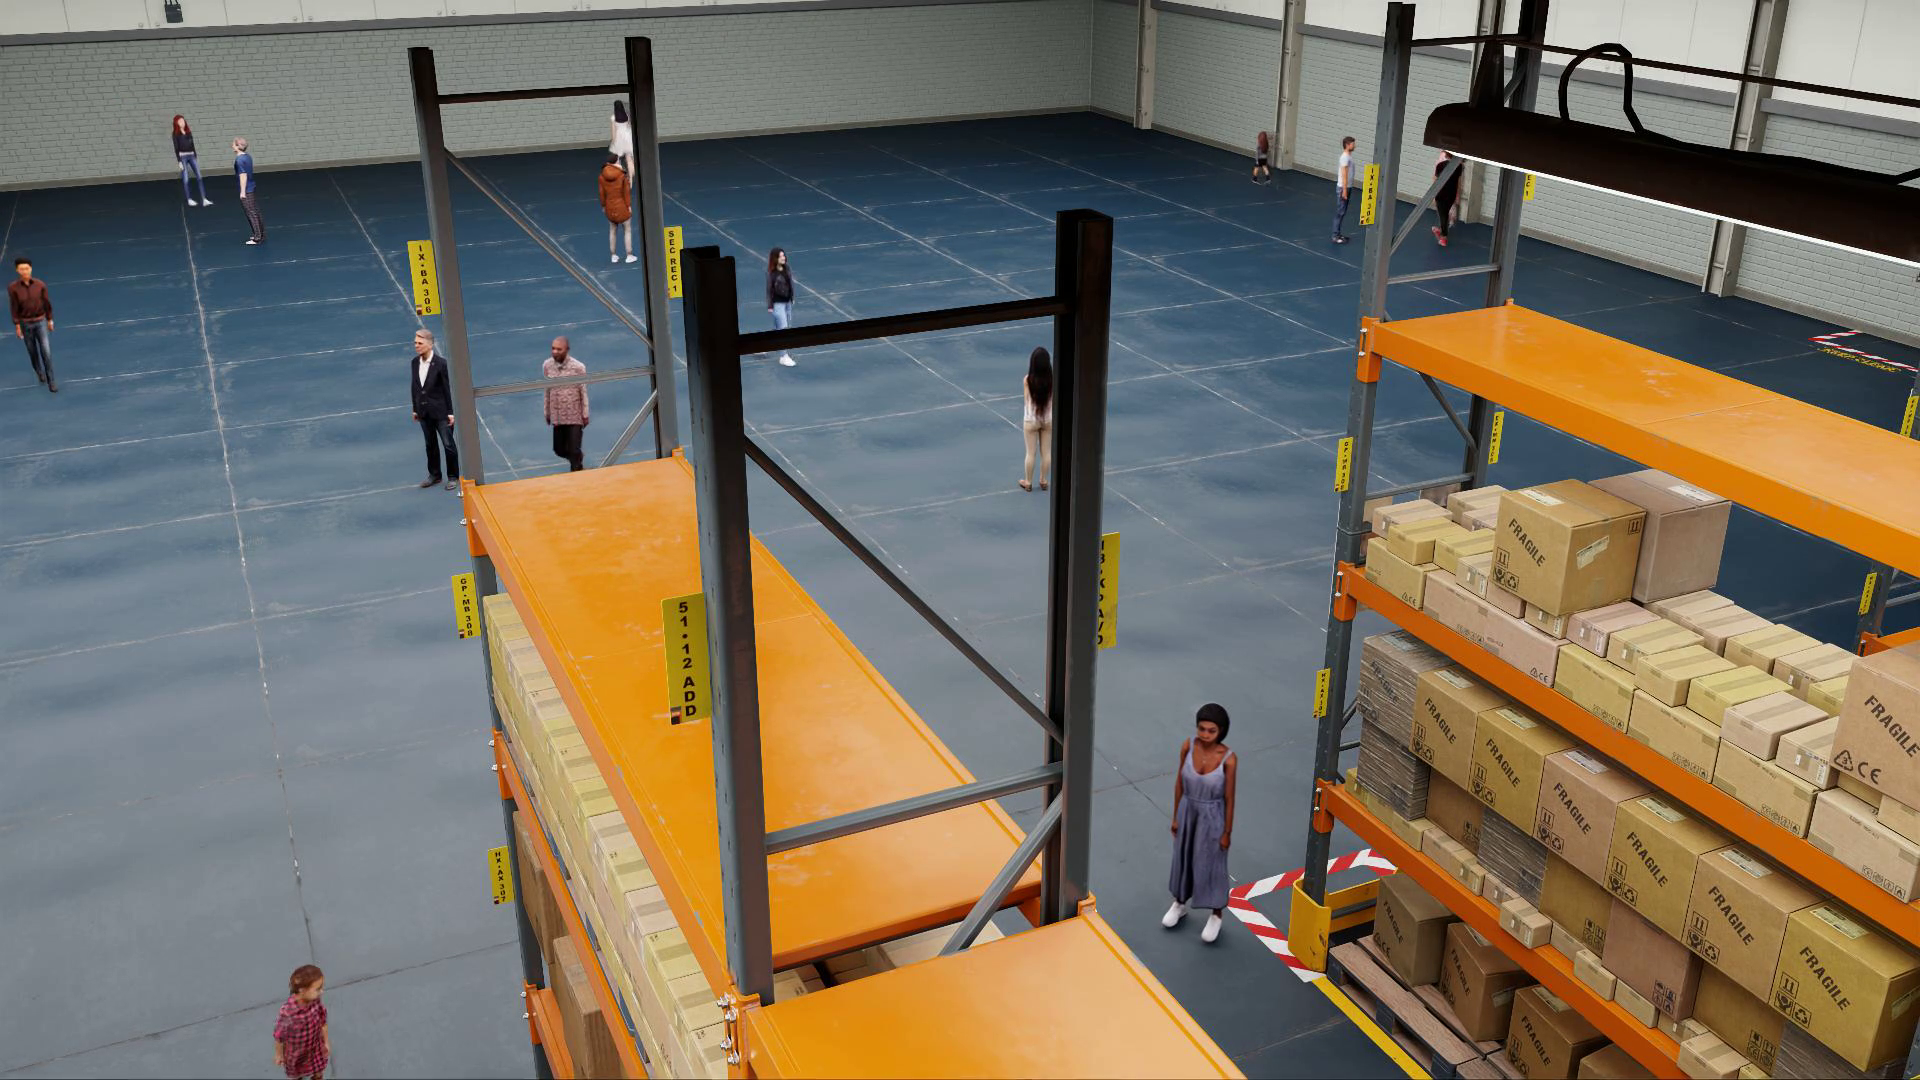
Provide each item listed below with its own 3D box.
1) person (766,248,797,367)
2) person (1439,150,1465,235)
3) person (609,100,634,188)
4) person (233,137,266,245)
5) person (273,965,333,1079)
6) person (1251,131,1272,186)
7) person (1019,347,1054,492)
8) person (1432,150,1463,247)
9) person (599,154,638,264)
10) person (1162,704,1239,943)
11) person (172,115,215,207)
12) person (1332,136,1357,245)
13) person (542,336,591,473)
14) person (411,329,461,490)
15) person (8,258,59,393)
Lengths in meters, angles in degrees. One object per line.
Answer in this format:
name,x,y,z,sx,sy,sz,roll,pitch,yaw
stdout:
person,-2.533,-3.233,22.943,1.029,1.618,0.920,13,26,29
person,8.895,-6.446,30.289,0.966,1.781,1.010,10,25,23
person,-6.933,-8.165,34.399,0.689,1.729,1.174,-12,26,-26
person,-12.715,-6.244,29.698,0.796,1.871,0.628,-1,23,-3
person,-3.753,2.856,9.405,0.582,1.006,0.523,-12,26,-26
person,6.344,-7.959,34.746,0.476,1.077,0.791,-10,25,-21
person,0.877,-1.329,18.420,0.624,1.652,0.570,-10,25,-23
person,8.629,-6.061,29.485,0.812,1.701,1.184,-3,23,-8
person,-5.840,-5.653,28.353,0.849,1.837,0.889,4,23,10
person,1.604,1.831,10.934,0.620,1.695,0.731,15,27,31
person,-15.191,-7.408,32.579,1.086,1.759,0.895,17,28,34
person,6.878,-6.284,29.801,0.773,1.865,0.692,6,24,14
person,-4.308,-1.399,18.415,1.017,1.786,1.106,5,24,12
person,-5.858,-1.470,18.545,0.776,1.814,0.828,7,24,17
person,-12.188,-2.835,21.846,0.746,1.743,1.178,-14,27,-30
